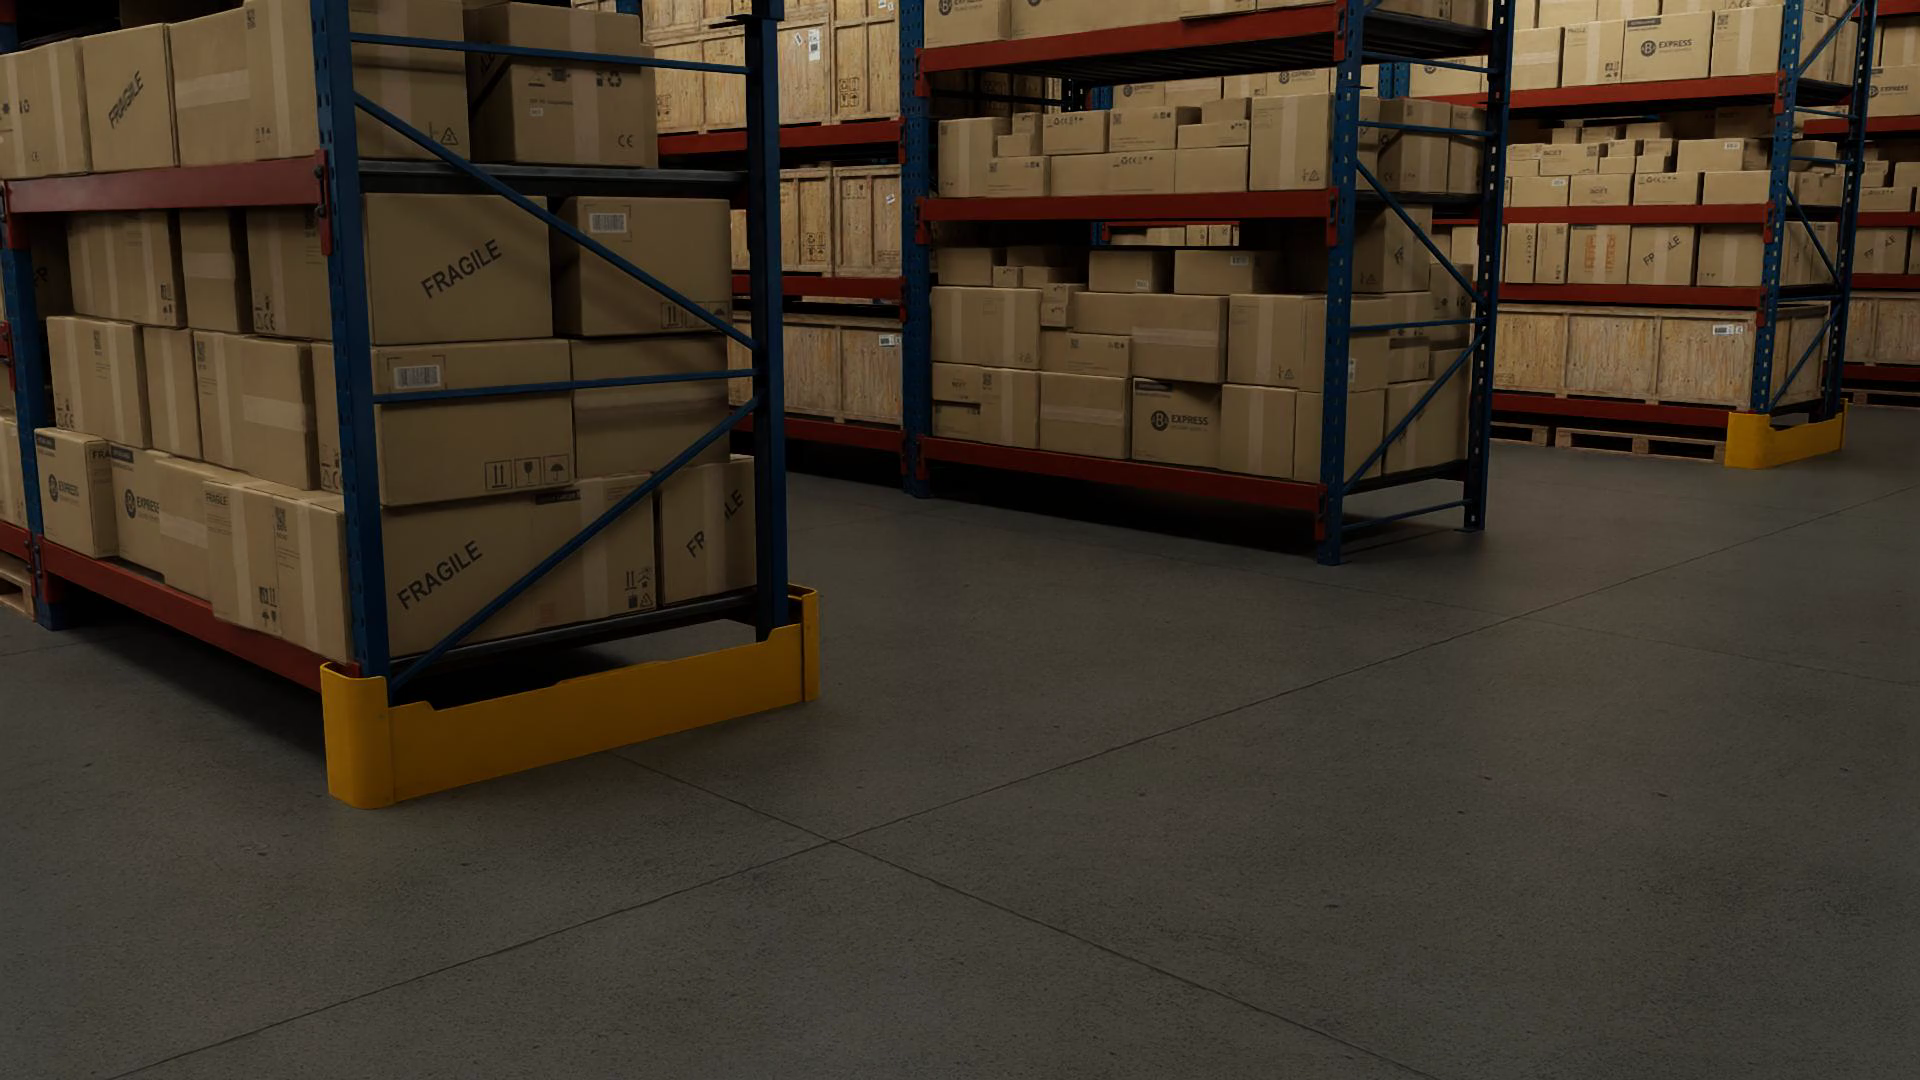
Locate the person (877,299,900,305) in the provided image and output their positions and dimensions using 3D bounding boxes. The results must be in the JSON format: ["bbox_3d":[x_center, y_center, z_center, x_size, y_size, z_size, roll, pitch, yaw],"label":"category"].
[{"bbox_3d":[-0.883,-2.737,21.603,1.037,1.850,0.613,4,11,21],"label":"person"}]
